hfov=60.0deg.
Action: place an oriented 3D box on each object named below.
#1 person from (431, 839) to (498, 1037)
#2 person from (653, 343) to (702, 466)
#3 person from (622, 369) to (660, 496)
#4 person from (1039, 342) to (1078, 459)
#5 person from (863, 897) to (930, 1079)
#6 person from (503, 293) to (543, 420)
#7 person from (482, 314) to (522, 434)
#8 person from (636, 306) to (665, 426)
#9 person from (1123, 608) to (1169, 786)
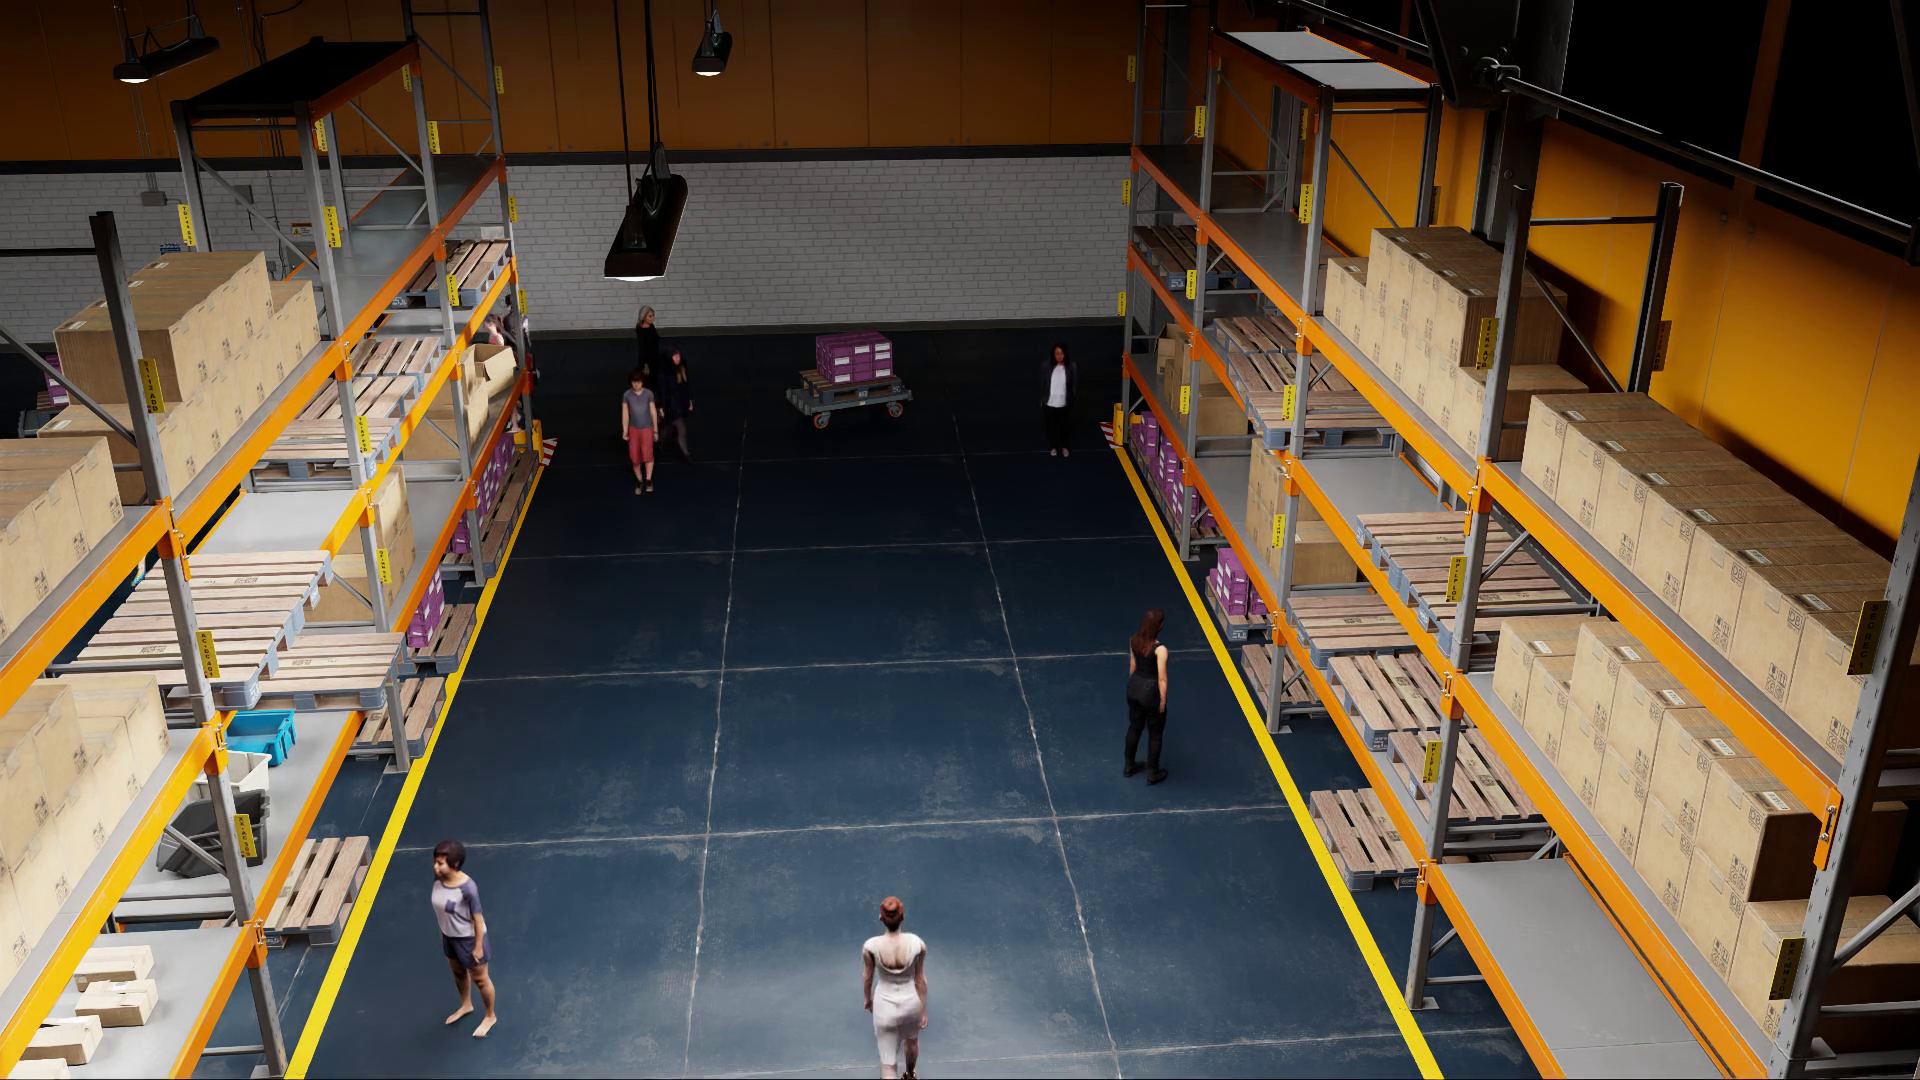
[{"bbox_3d":[-3.503,2.773,11.713,0.650,1.565,0.693,14,27,30],"label":"person"},{"bbox_3d":[-3.859,-1.805,22.091,1.097,1.641,1.130,13,27,27],"label":"person"},{"bbox_3d":[-4.059,-1.415,21.205,0.622,1.636,0.660,-3,24,-7],"label":"person"},{"bbox_3d":[1.309,-1.899,22.378,0.701,1.583,0.692,1,24,2],"label":"person"},{"bbox_3d":[-0.412,3.111,10.685,0.613,1.769,0.862,0,24,-1],"label":"person"},{"bbox_3d":[-6.334,-2.626,23.682,0.923,1.872,0.871,7,25,16],"label":"person"},{"bbox_3d":[-6.325,-2.310,23.125,0.875,1.738,0.797,-21,31,-40],"label":"person"},{"bbox_3d":[-4.413,-2.478,23.503,0.849,1.743,0.825,7,25,15],"label":"person"},{"bbox_3d":[1.638,1.375,14.765,0.765,1.682,0.694,-22,32,-40],"label":"person"}]
